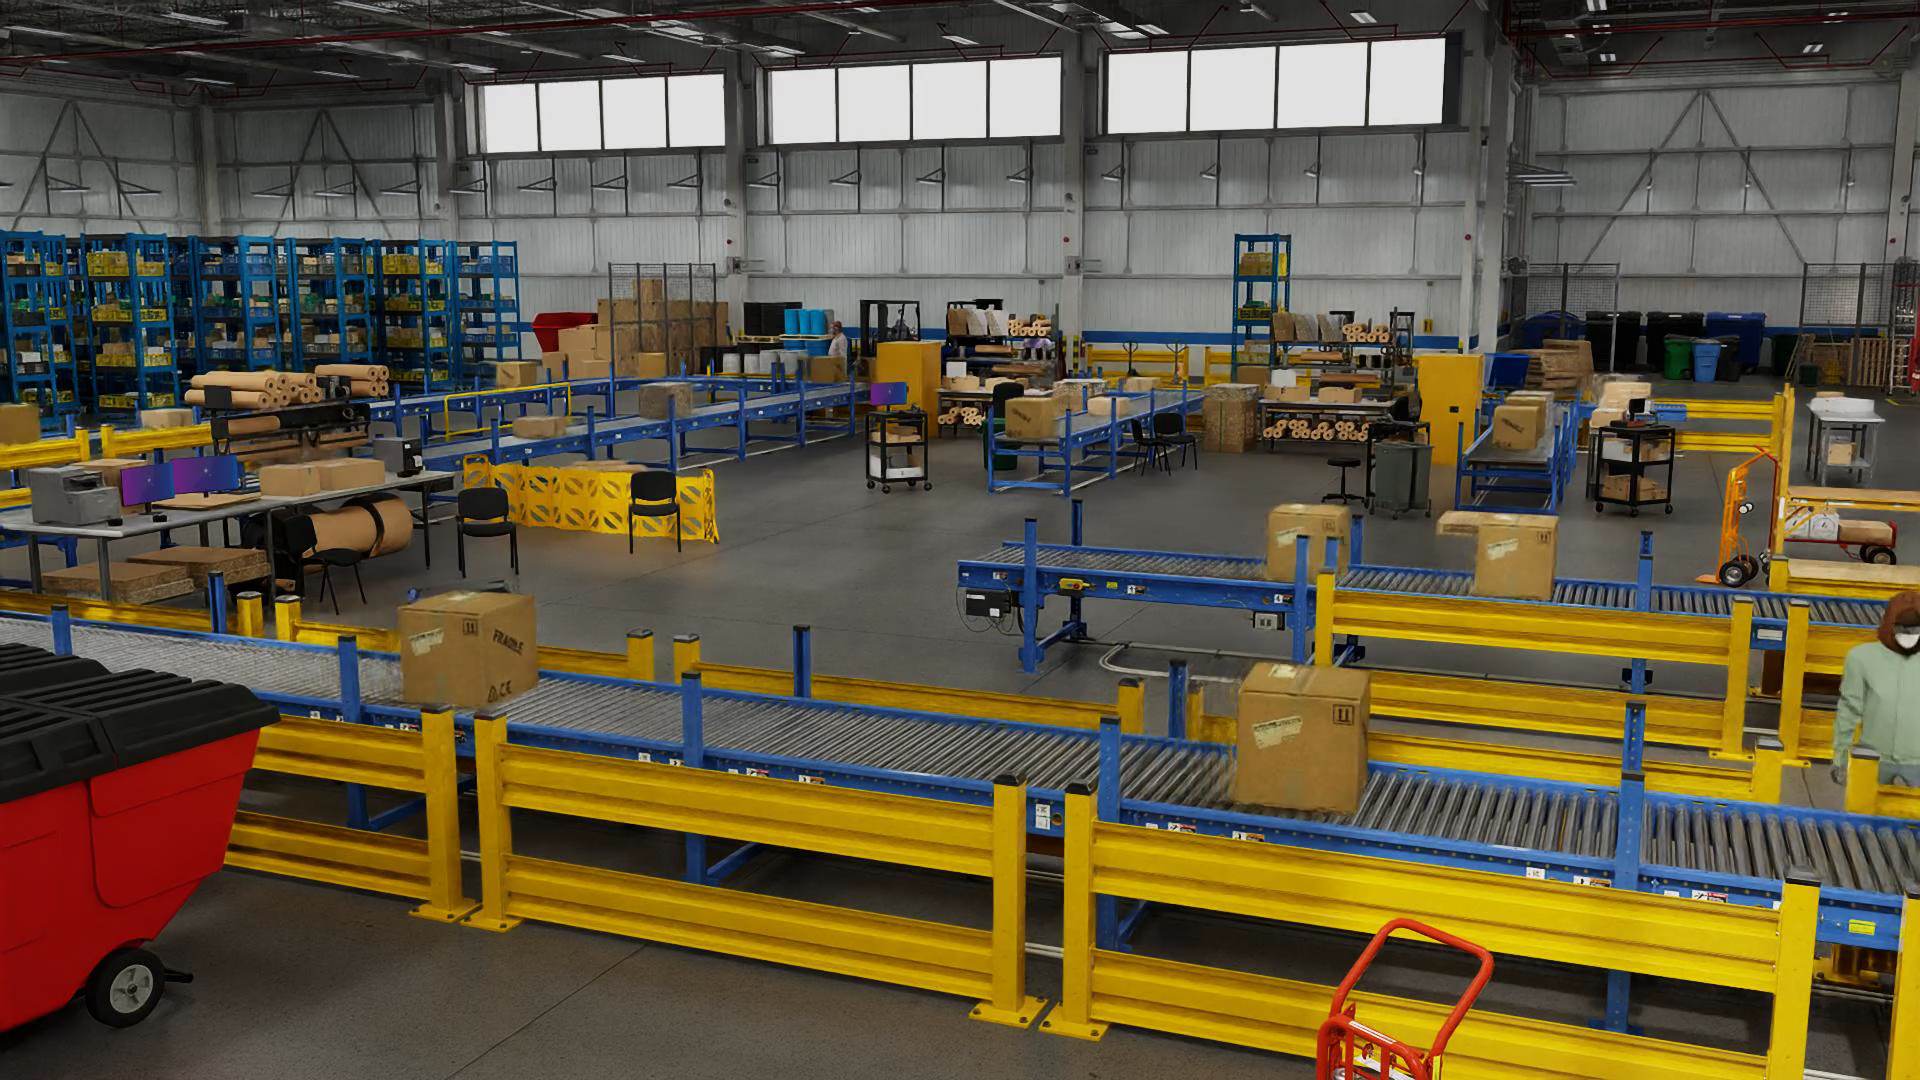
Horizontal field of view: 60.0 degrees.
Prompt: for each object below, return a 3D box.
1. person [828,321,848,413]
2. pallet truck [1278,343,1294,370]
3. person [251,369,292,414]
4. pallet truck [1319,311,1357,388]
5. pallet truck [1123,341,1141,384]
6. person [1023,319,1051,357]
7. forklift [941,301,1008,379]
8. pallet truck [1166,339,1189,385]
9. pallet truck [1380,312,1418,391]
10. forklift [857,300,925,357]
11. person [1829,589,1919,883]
[{"bbox_3d":[-2.522,-3.560,34.285,0.406,1.902,0.636,-2,10,-12],"label":"person"},{"bbox_3d":[7.886,-4.163,39.743,0.653,1.274,1.630,4,10,22],"label":"pallet truck"},{"bbox_3d":[-8.795,-1.344,21.387,0.534,1.733,0.865,1,9,5],"label":"person"},{"bbox_3d":[9.071,-4.419,39.190,0.823,1.965,1.885,5,10,26],"label":"pallet truck"},{"bbox_3d":[4.445,-4.380,41.279,0.680,1.201,1.601,4,10,22],"label":"pallet truck"},{"bbox_3d":[1.427,-3.178,31.532,0.610,2.042,0.396,7,12,35],"label":"person"},{"bbox_3d":[0.365,-4.966,41.571,1.157,1.987,2.680,3,10,20],"label":"forklift"},{"bbox_3d":[5.418,-4.269,40.420,0.704,1.261,1.522,3,10,20],"label":"pallet truck"},{"bbox_3d":[10.207,-4.283,38.369,0.823,1.965,1.885,3,10,20],"label":"pallet truck"},{"bbox_3d":[-1.732,-5.109,42.468,1.157,1.987,2.680,4,10,22],"label":"forklift"},{"bbox_3d":[4.205,1.007,7.477,0.526,1.616,0.366,7,12,37],"label":"person"}]
